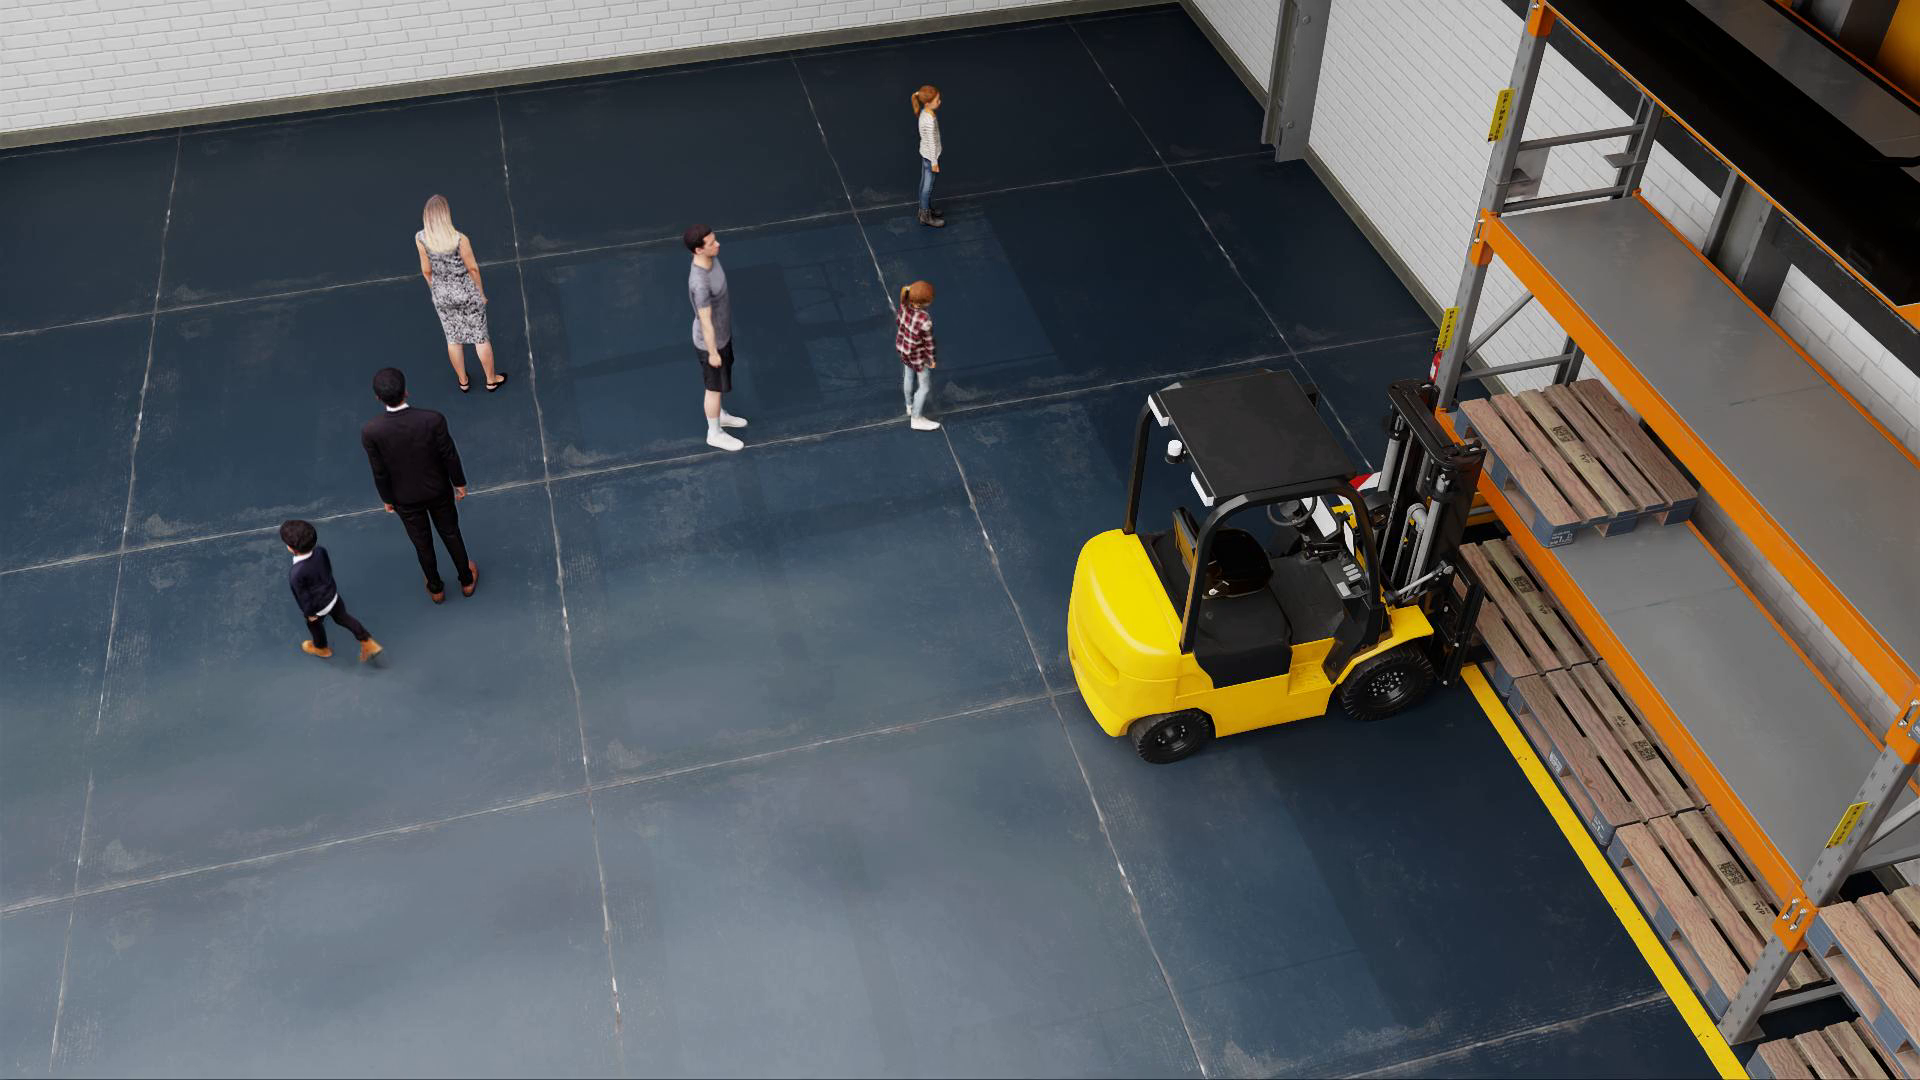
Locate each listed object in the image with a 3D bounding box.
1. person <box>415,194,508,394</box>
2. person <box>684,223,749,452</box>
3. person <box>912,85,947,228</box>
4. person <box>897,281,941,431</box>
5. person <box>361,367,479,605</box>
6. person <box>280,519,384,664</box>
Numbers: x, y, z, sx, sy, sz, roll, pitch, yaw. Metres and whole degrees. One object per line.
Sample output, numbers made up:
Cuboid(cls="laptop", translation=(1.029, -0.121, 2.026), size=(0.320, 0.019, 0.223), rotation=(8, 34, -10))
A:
Cuboid(cls="person", translation=(-3.832, -1.849, 12.648), size=(0.630, 1.703, 0.595), rotation=(2, 44, 3))
Cuboid(cls="person", translation=(-1.819, -1.508, 12.168), size=(0.775, 1.871, 0.600), rotation=(1, 44, 1))
Cuboid(cls="person", translation=(-0.270, -3.359, 14.514), size=(0.561, 1.316, 0.448), rotation=(-5, 44, -5))
Cuboid(cls="person", translation=(-0.349, -1.449, 12.528), size=(0.582, 1.289, 0.729), rotation=(27, 50, 26))
Cuboid(cls="person", translation=(-3.553, -0.342, 10.937), size=(0.719, 1.881, 0.572), rotation=(-15, 46, -15))
Cuboid(cls="person", translation=(-4.077, 0.358, 10.690), size=(0.842, 1.208, 0.844), rotation=(14, 45, 15))
